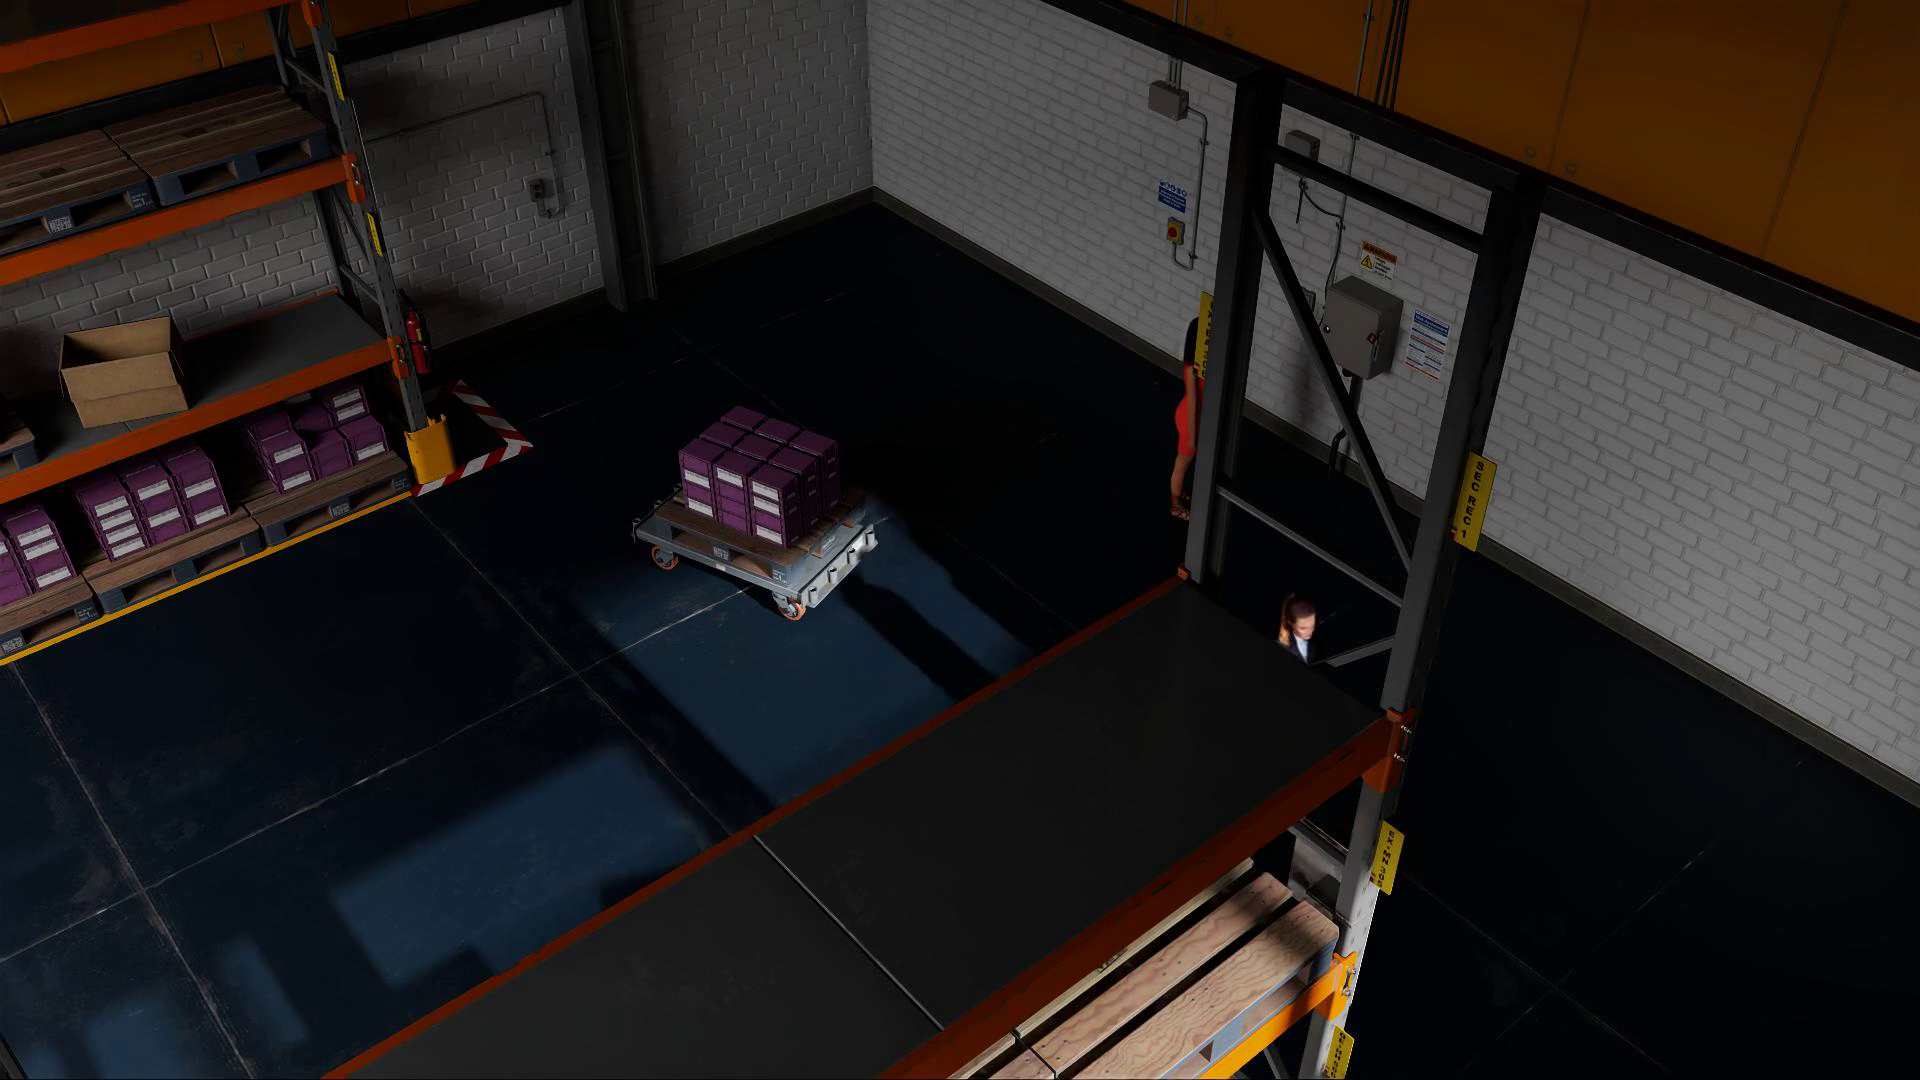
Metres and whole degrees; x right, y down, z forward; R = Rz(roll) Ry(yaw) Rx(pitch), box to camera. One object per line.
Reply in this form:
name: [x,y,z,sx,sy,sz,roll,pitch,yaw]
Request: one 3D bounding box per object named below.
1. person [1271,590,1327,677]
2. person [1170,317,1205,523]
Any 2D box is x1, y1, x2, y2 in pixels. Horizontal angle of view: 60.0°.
person: [1.944,0.980,10.223,0.634,1.720,0.768,-22,44,-25]
person: [1.767,-0.928,12.611,0.723,1.719,0.629,9,39,11]
